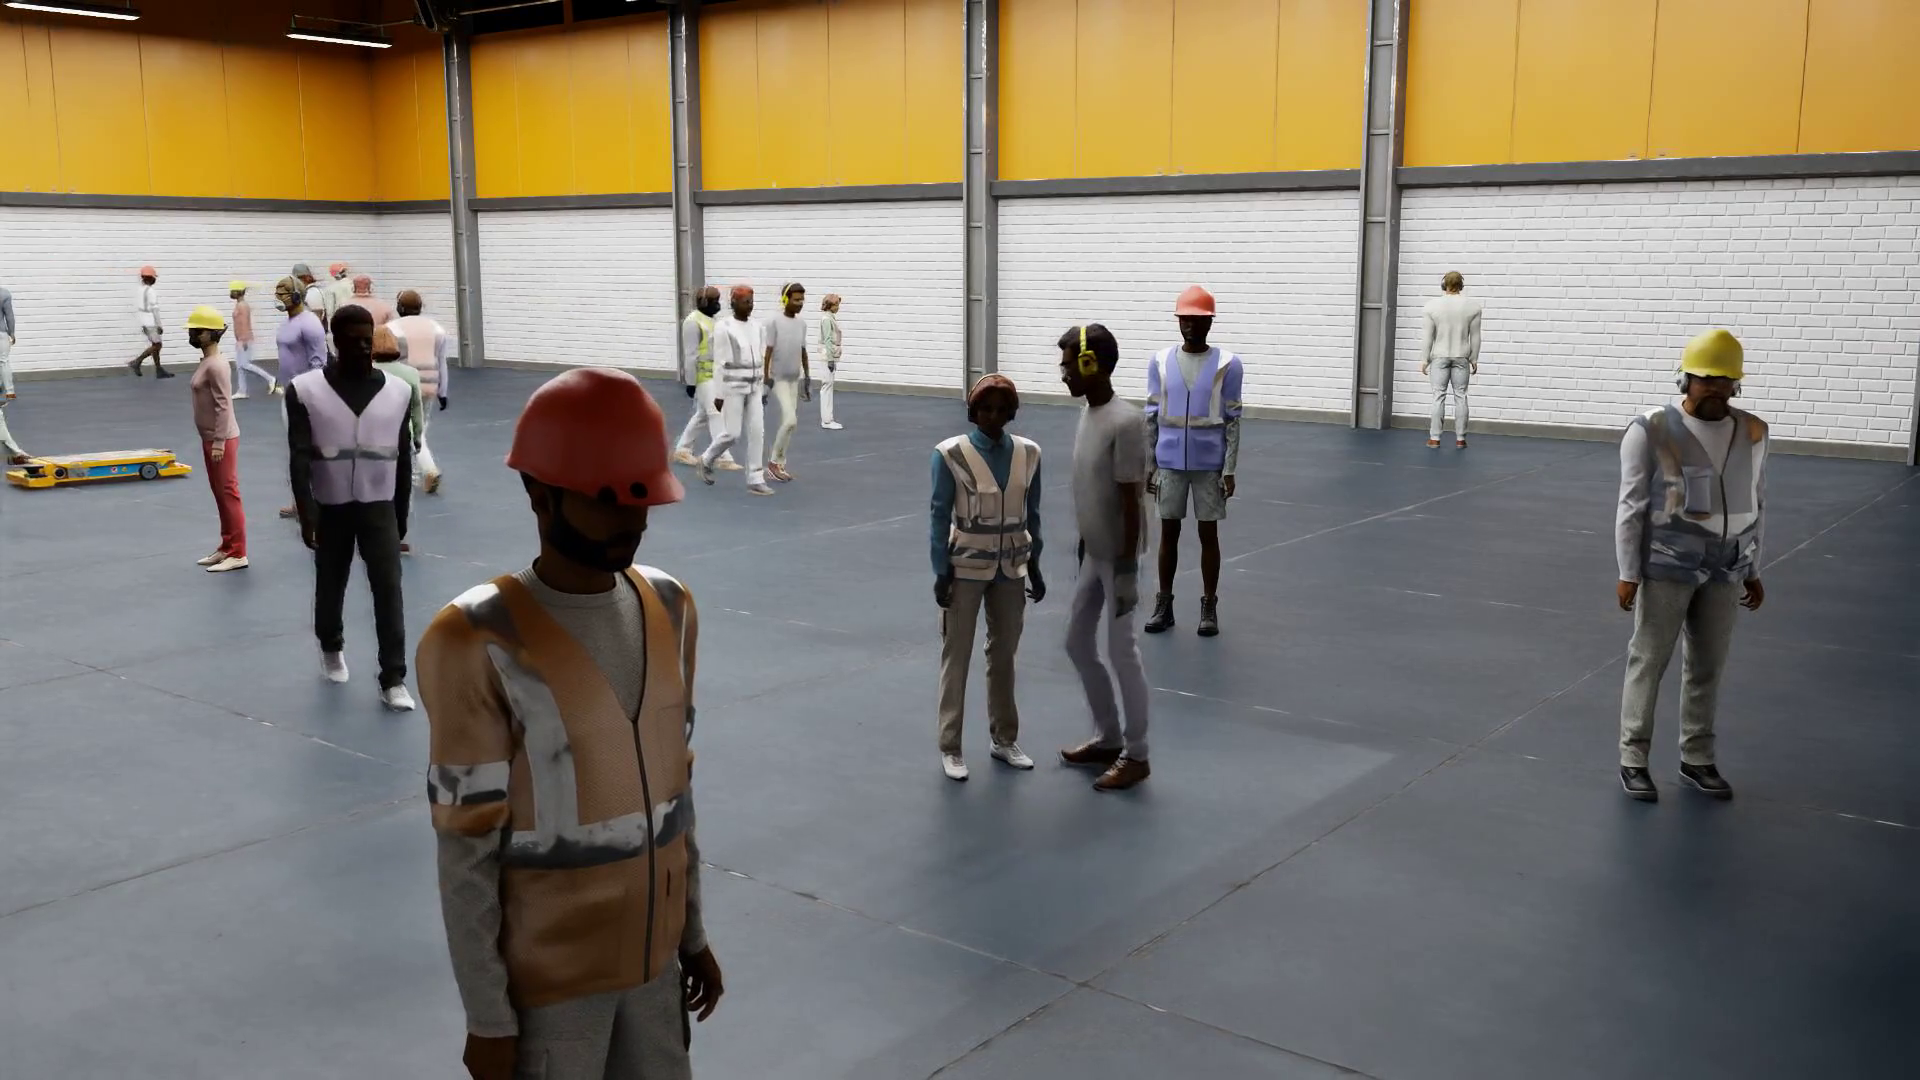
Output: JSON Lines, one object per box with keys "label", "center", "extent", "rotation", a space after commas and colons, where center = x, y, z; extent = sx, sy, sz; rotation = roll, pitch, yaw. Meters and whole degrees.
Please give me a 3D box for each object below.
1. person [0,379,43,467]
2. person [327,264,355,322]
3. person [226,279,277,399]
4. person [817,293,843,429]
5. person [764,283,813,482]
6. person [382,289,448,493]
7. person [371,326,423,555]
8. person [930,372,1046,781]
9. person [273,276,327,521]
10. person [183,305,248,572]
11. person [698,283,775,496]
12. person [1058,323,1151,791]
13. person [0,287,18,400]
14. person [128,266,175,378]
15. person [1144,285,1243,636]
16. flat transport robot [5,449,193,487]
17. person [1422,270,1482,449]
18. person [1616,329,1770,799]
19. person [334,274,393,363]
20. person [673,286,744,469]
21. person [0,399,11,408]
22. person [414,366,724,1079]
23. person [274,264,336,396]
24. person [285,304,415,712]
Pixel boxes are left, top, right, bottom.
{"label": "person", "center": [-9.680, -1.615, 16.454], "extent": [0.968, 1.818, 0.545], "rotation": [-2, 10, -11]}
{"label": "person", "center": [-10.864, -3.917, 29.523], "extent": [0.668, 1.949, 0.396], "rotation": [-3, 10, -14]}
{"label": "person", "center": [-10.380, -2.920, 24.227], "extent": [0.613, 1.748, 0.533], "rotation": [-6, 11, -32]}
{"label": "person", "center": [-1.576, -2.161, 20.155], "extent": [0.310, 1.640, 0.514], "rotation": [-1, 10, -4]}
{"label": "person", "center": [-1.593, -1.454, 15.427], "extent": [0.471, 1.844, 0.543], "rotation": [7, 12, 36]}
{"label": "person", "center": [-4.844, -1.326, 14.796], "extent": [0.875, 1.811, 0.630], "rotation": [9, 13, 42]}
{"label": "person", "center": [-4.096, -0.717, 11.840], "extent": [0.527, 1.592, 0.827], "rotation": [-6, 11, -31]}
{"label": "person", "center": [0.109, 0.142, 6.746], "extent": [0.512, 1.638, 0.312], "rotation": [-5, 11, -26]}
{"label": "person", "center": [-5.218, -1.116, 13.198], "extent": [0.355, 1.938, 0.636], "rotation": [-9, 13, -42]}
{"label": "person", "center": [-4.986, -0.676, 11.128], "extent": [0.299, 1.772, 0.530], "rotation": [-6, 12, -32]}
{"label": "person", "center": [-1.978, -1.327, 14.667], "extent": [0.744, 1.866, 0.585], "rotation": [8, 13, 39]}
{"label": "person", "center": [0.578, 0.073, 6.567], "extent": [0.384, 1.845, 0.590], "rotation": [-3, 10, -19]}
{"label": "person", "center": [-13.952, -2.961, 23.955], "extent": [0.627, 1.934, 0.370], "rotation": [-5, 11, -25]}
{"label": "person", "center": [-13.761, -3.682, 28.182], "extent": [0.565, 1.922, 0.698], "rotation": [9, 13, 42]}
{"label": "person", "center": [1.280, -0.436, 9.232], "extent": [0.545, 1.942, 0.351], "rotation": [3, 10, 18]}
{"label": "flat transport robot", "center": [-8.033, -0.684, 15.533], "extent": [0.652, 0.197, 1.431], "rotation": [9, 14, 43]}
{"label": "person", "center": [5.329, -1.955, 18.085], "extent": [0.629, 1.940, 0.373], "rotation": [2, 10, 9]}
{"label": "person", "center": [2.834, 0.101, 6.429], "extent": [0.600, 1.827, 0.403], "rotation": [-1, 10, -6]}
{"label": "person", "center": [-6.750, -2.063, 18.866], "extent": [0.639, 1.885, 0.458], "rotation": [-5, 11, -26]}
{"label": "person", "center": [-2.533, -1.599, 16.470], "extent": [0.855, 1.824, 0.633], "rotation": [3, 10, 15]}
{"label": "person", "center": [-13.060, -2.447, 21.970], "extent": [0.512, 1.583, 0.889], "rotation": [8, 12, 39]}
{"label": "person", "center": [-0.600, 0.679, 2.765], "extent": [0.363, 1.933, 0.543], "rotation": [7, 12, 34]}
{"label": "person", "center": [-9.633, -3.135, 24.656], "extent": [1.053, 2.000, 0.692], "rotation": [-4, 10, -20]}
{"label": "person", "center": [-2.890, -0.182, 7.915], "extent": [0.583, 1.884, 0.960], "rotation": [-6, 11, -31]}
